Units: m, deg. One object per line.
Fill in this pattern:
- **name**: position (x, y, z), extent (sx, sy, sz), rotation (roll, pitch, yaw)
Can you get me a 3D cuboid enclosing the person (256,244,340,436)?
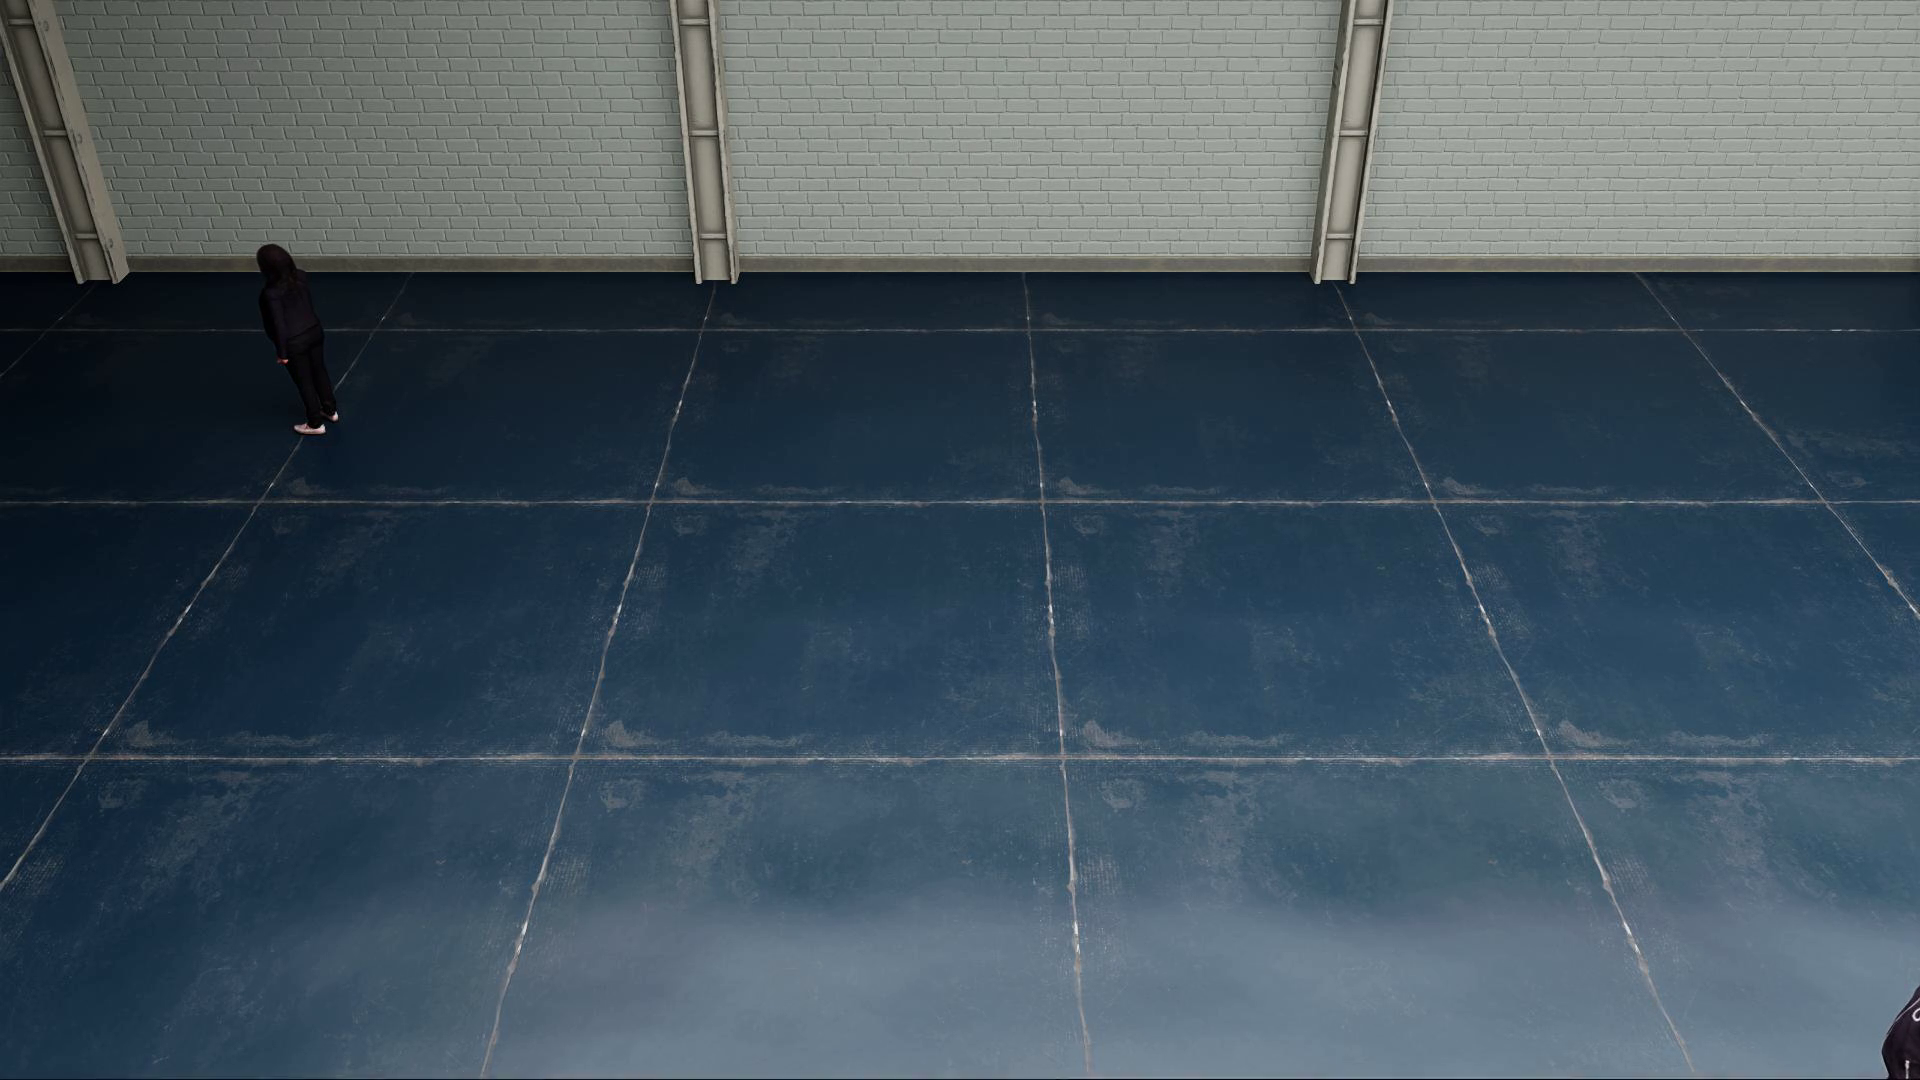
- **person**: position (-5.278, -1.610, 13.284), extent (0.710, 1.614, 0.716), rotation (9, 34, 13)
